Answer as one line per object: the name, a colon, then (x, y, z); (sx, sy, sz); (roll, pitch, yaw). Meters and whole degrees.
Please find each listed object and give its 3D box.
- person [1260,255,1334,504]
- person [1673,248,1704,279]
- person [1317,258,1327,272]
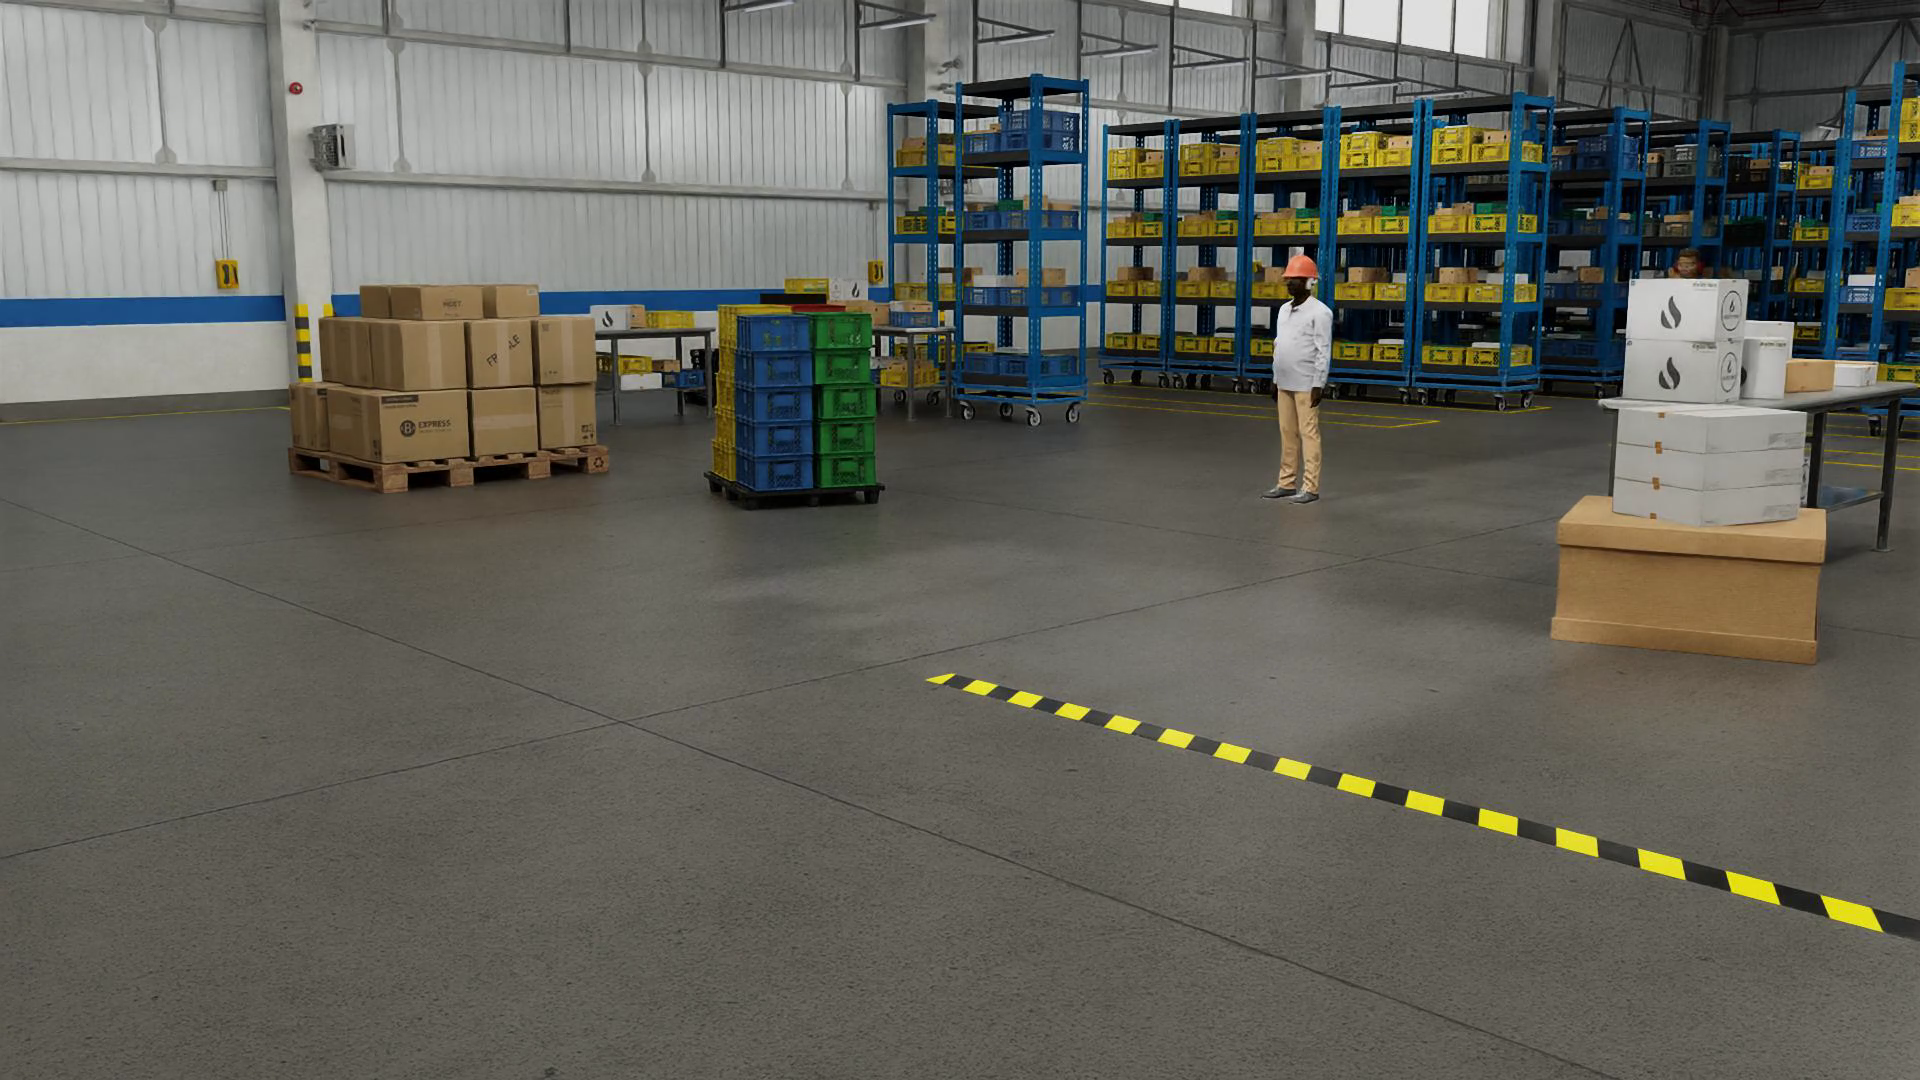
person: (2.394, -1.136, 11.813); (0.320, 1.755, 0.569); (-5, 11, -26)
person: (6.146, -1.561, 14.177); (0.563, 1.820, 0.721); (6, 11, 30)
person: (6.214, -3.955, 28.689); (0.609, 1.789, 0.921); (6, 11, 33)
